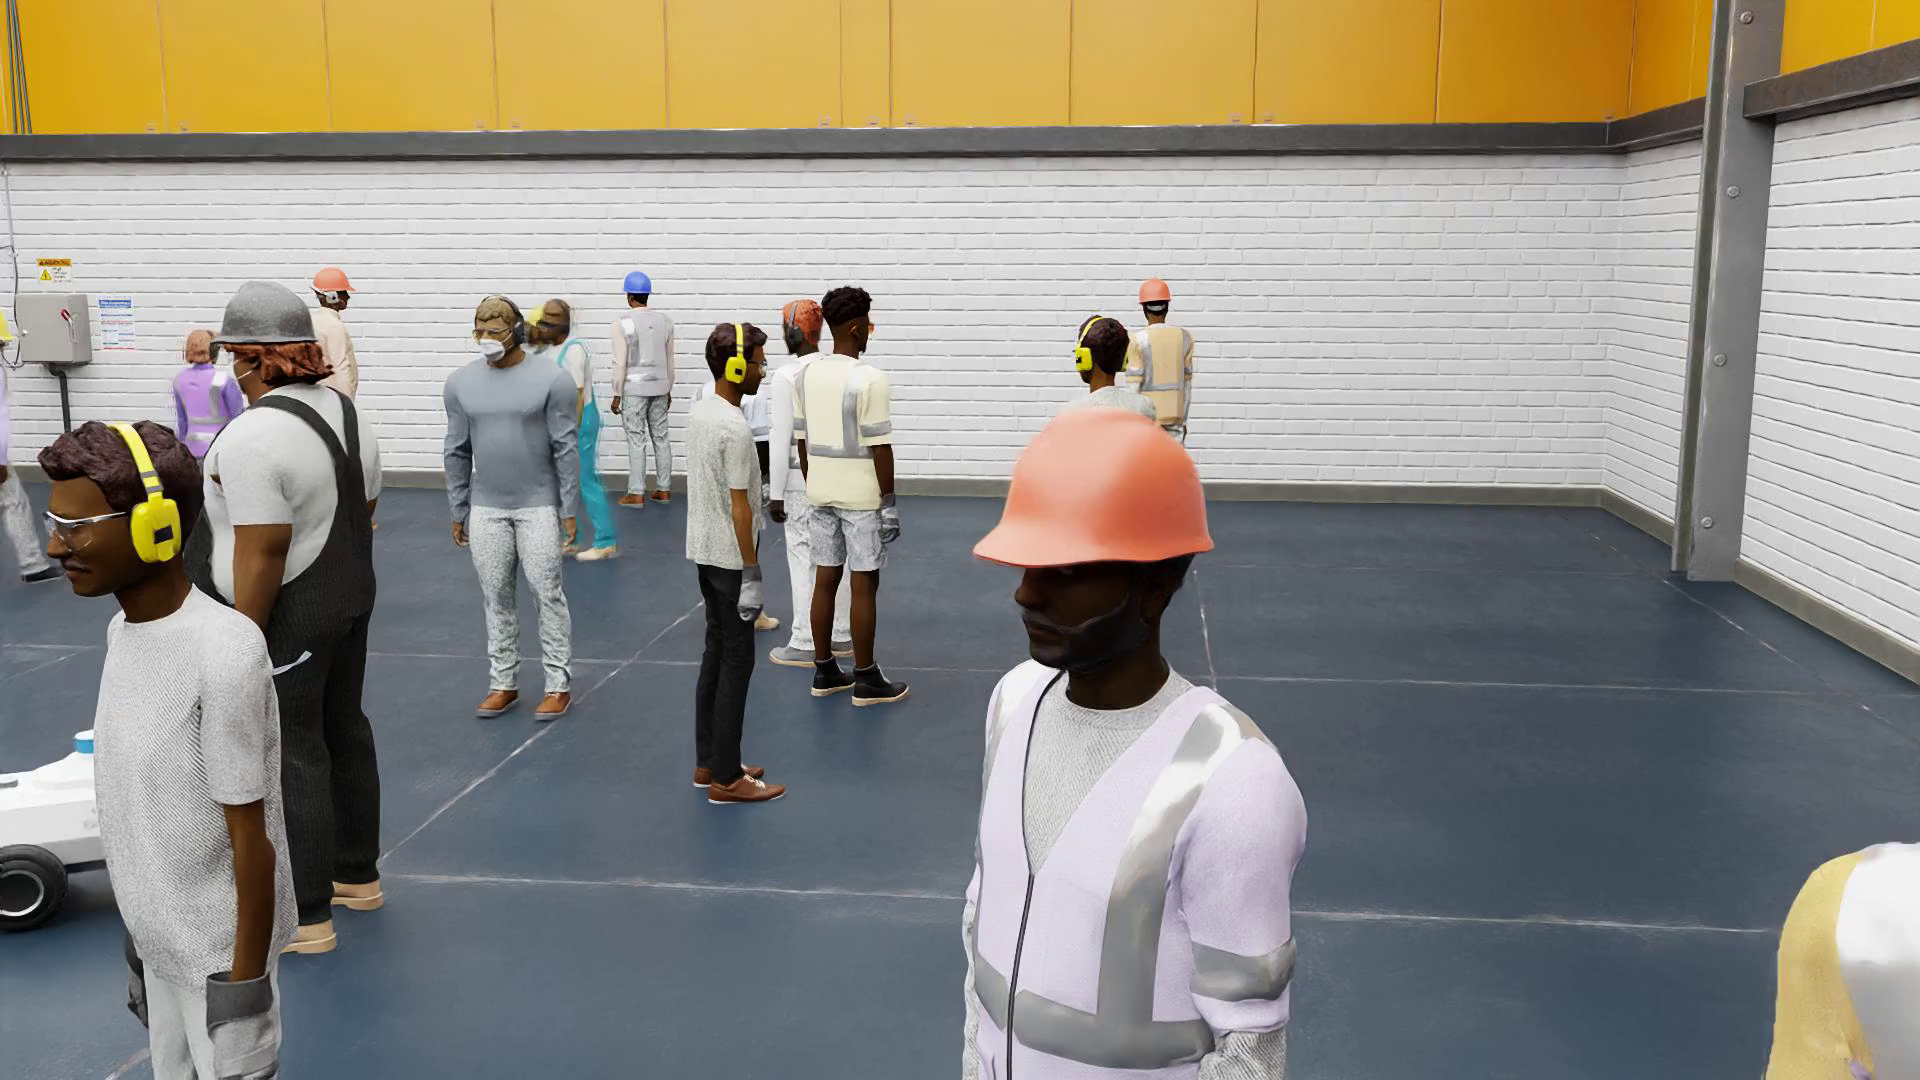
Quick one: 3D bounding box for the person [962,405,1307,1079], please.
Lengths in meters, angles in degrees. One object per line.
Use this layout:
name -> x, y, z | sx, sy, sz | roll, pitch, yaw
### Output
person -> 0.172, 0.792, 2.166 | 0.350, 1.941, 0.545 | -7, 12, -36

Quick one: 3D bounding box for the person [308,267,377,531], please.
person -> -4.696, -1.046, 12.529 | 0.381, 1.994, 0.622 | -8, 13, -39

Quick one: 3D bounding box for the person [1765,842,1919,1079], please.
person -> 1.098, 0.905, 1.617 | 0.612, 1.906, 1.068 | 9, 13, 41

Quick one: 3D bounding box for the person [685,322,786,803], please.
person -> -0.876, 0.094, 6.416 | 0.341, 1.857, 0.524 | -5, 11, -28

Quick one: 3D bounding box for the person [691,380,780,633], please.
person -> -1.251, -0.326, 9.264 | 0.541, 1.695, 0.316 | 7, 12, 34

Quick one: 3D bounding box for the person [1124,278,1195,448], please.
person -> 1.353, -0.844, 11.556 | 0.542, 1.933, 0.376 | -5, 11, -25

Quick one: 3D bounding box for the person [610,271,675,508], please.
person -> -2.625, -1.241, 13.773 | 0.383, 1.951, 0.605 | 9, 14, 43

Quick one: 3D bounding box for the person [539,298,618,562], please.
person -> -2.602, -0.724, 11.223 | 0.633, 1.801, 0.523 | -8, 13, -38

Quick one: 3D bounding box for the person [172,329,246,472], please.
person -> -4.897, -0.564, 10.857 | 0.527, 1.617, 0.679 | 3, 10, 17

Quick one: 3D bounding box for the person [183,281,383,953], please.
person -> -2.081, 0.231, 5.091 | 0.537, 2.000, 0.689 | 1, 10, 8

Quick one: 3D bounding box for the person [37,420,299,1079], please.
person -> -1.289, 0.723, 2.799 | 0.510, 1.861, 0.324 | 9, 13, 42

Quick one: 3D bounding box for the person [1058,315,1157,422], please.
person -> 0.569, 0.037, 6.690 | 0.523, 1.870, 0.317 | -8, 13, -38

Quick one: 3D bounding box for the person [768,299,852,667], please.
person -> -0.760, -0.288, 8.532 | 0.350, 1.879, 0.577 | 7, 12, 36

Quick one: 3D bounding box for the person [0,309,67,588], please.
person -> -6.062, -0.552, 10.325 | 0.637, 1.781, 0.694 | 3, 10, 19

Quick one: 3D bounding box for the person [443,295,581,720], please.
person -> -2.028, -0.140, 7.549 | 0.635, 1.929, 0.381 | 1, 10, 6

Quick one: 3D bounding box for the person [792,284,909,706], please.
person -> -0.516, -0.207, 7.808 | 0.607, 1.967, 0.367 | 9, 13, 41
